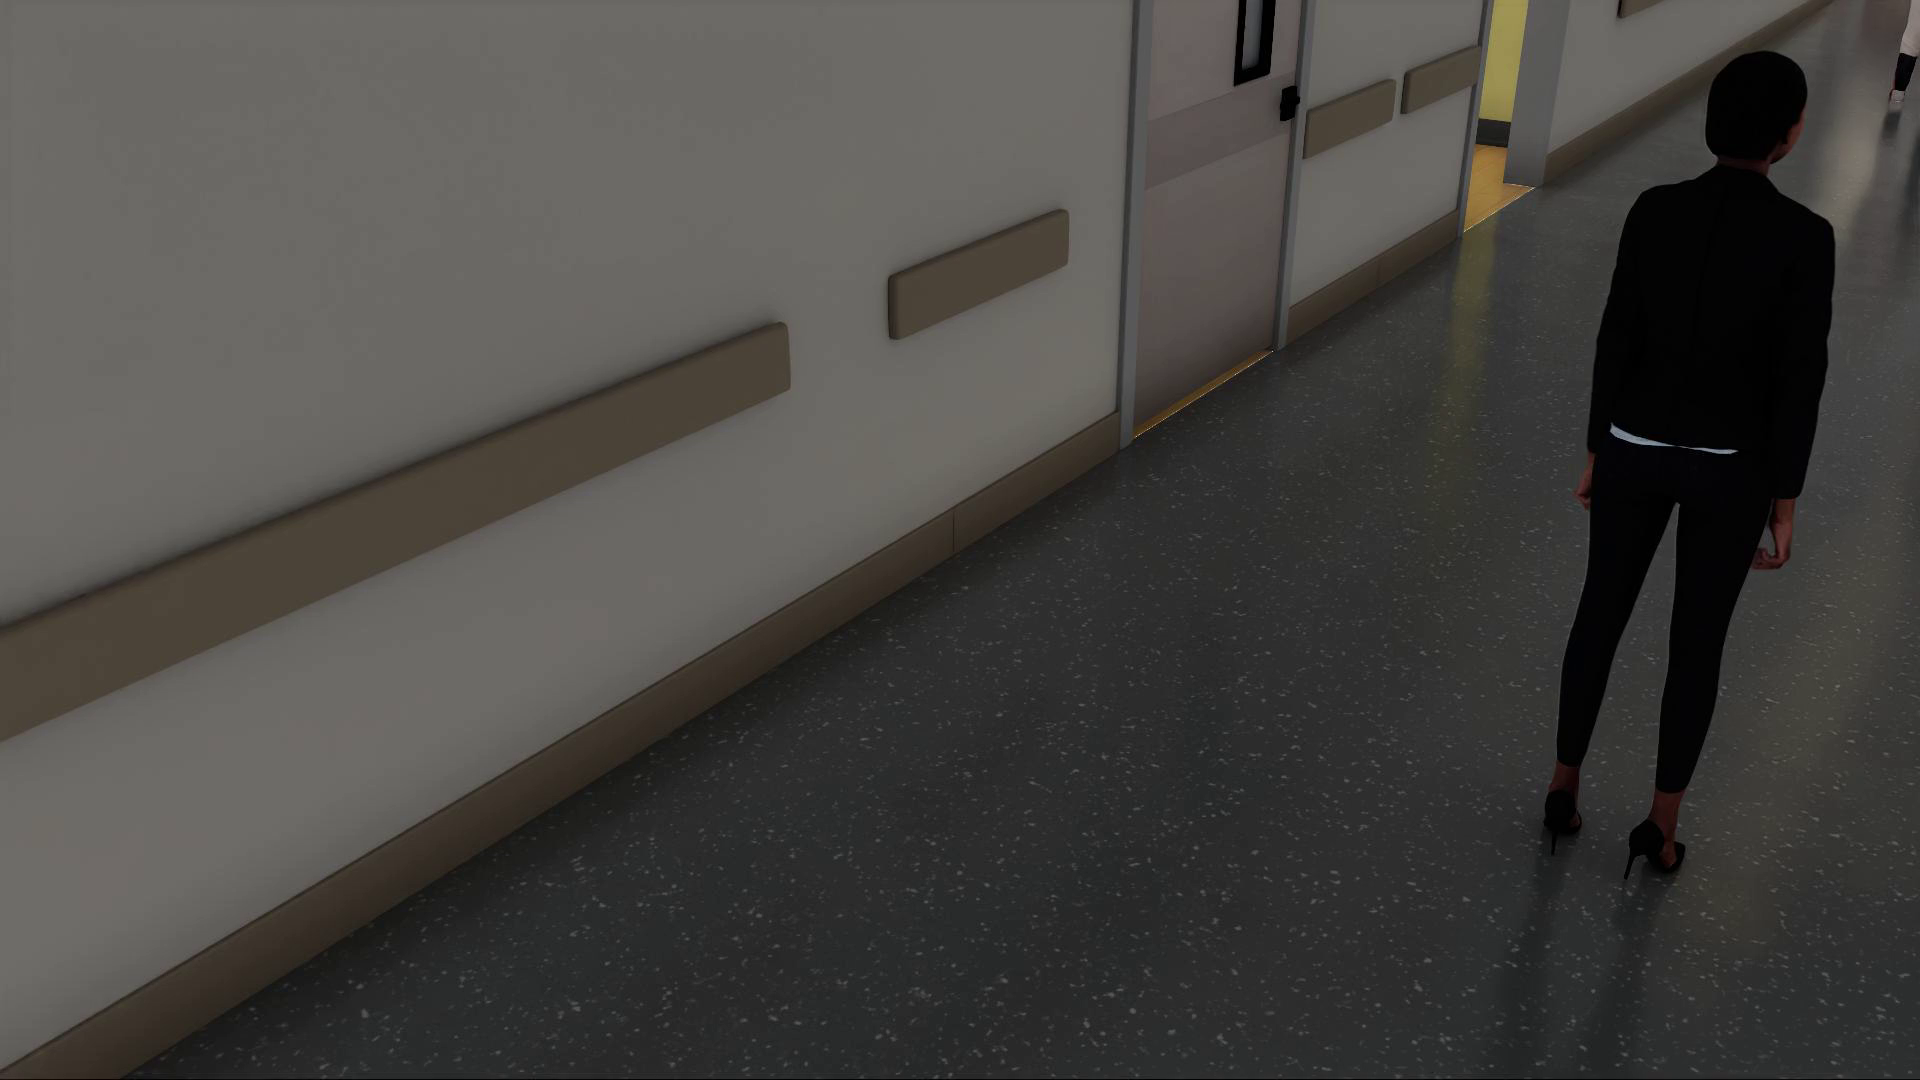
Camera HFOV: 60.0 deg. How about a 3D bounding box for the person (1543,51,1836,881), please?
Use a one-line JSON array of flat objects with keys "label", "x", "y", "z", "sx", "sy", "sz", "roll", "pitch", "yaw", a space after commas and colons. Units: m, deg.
[{"label": "person", "x": 1.525, "y": -0.101, "z": 3.532, "sx": 0.492, "sy": 1.834, "sz": 0.693, "roll": 22, "pitch": 33, "yaw": 37}]
